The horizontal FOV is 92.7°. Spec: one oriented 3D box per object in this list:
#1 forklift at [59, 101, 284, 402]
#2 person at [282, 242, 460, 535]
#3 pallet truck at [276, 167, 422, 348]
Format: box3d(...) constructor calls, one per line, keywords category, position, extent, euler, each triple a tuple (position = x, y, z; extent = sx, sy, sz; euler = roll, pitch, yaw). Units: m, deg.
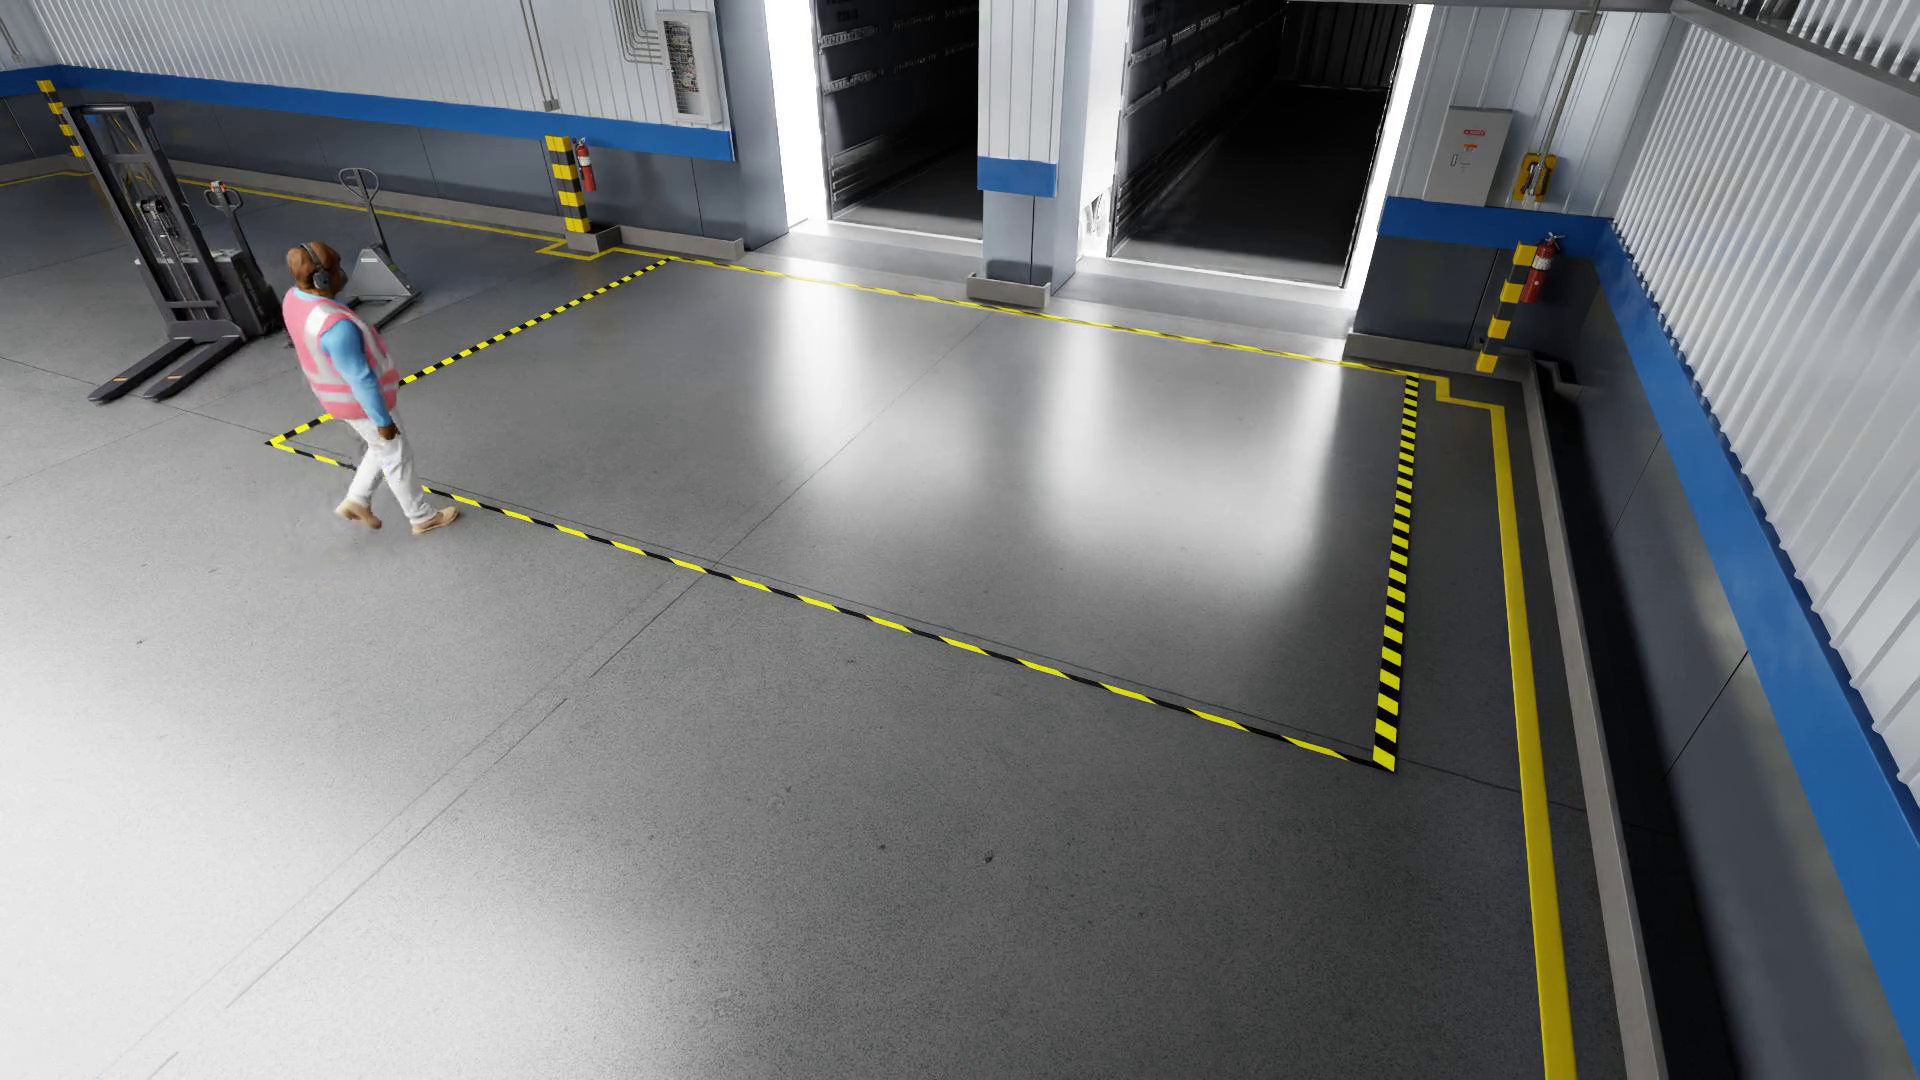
box3d(category="forklift", position=(-6.686, -2.387, 7.434), extent=(0.823, 1.965, 1.885), euler=(-3, 35, -5))
box3d(category="person", position=(-3.485, -0.782, 5.287), extent=(0.637, 1.825, 0.615), euler=(27, 43, 33))
box3d(category="pallet truck", position=(-5.732, -2.611, 8.414), extent=(0.680, 1.201, 1.601), euler=(-1, 35, -1))
